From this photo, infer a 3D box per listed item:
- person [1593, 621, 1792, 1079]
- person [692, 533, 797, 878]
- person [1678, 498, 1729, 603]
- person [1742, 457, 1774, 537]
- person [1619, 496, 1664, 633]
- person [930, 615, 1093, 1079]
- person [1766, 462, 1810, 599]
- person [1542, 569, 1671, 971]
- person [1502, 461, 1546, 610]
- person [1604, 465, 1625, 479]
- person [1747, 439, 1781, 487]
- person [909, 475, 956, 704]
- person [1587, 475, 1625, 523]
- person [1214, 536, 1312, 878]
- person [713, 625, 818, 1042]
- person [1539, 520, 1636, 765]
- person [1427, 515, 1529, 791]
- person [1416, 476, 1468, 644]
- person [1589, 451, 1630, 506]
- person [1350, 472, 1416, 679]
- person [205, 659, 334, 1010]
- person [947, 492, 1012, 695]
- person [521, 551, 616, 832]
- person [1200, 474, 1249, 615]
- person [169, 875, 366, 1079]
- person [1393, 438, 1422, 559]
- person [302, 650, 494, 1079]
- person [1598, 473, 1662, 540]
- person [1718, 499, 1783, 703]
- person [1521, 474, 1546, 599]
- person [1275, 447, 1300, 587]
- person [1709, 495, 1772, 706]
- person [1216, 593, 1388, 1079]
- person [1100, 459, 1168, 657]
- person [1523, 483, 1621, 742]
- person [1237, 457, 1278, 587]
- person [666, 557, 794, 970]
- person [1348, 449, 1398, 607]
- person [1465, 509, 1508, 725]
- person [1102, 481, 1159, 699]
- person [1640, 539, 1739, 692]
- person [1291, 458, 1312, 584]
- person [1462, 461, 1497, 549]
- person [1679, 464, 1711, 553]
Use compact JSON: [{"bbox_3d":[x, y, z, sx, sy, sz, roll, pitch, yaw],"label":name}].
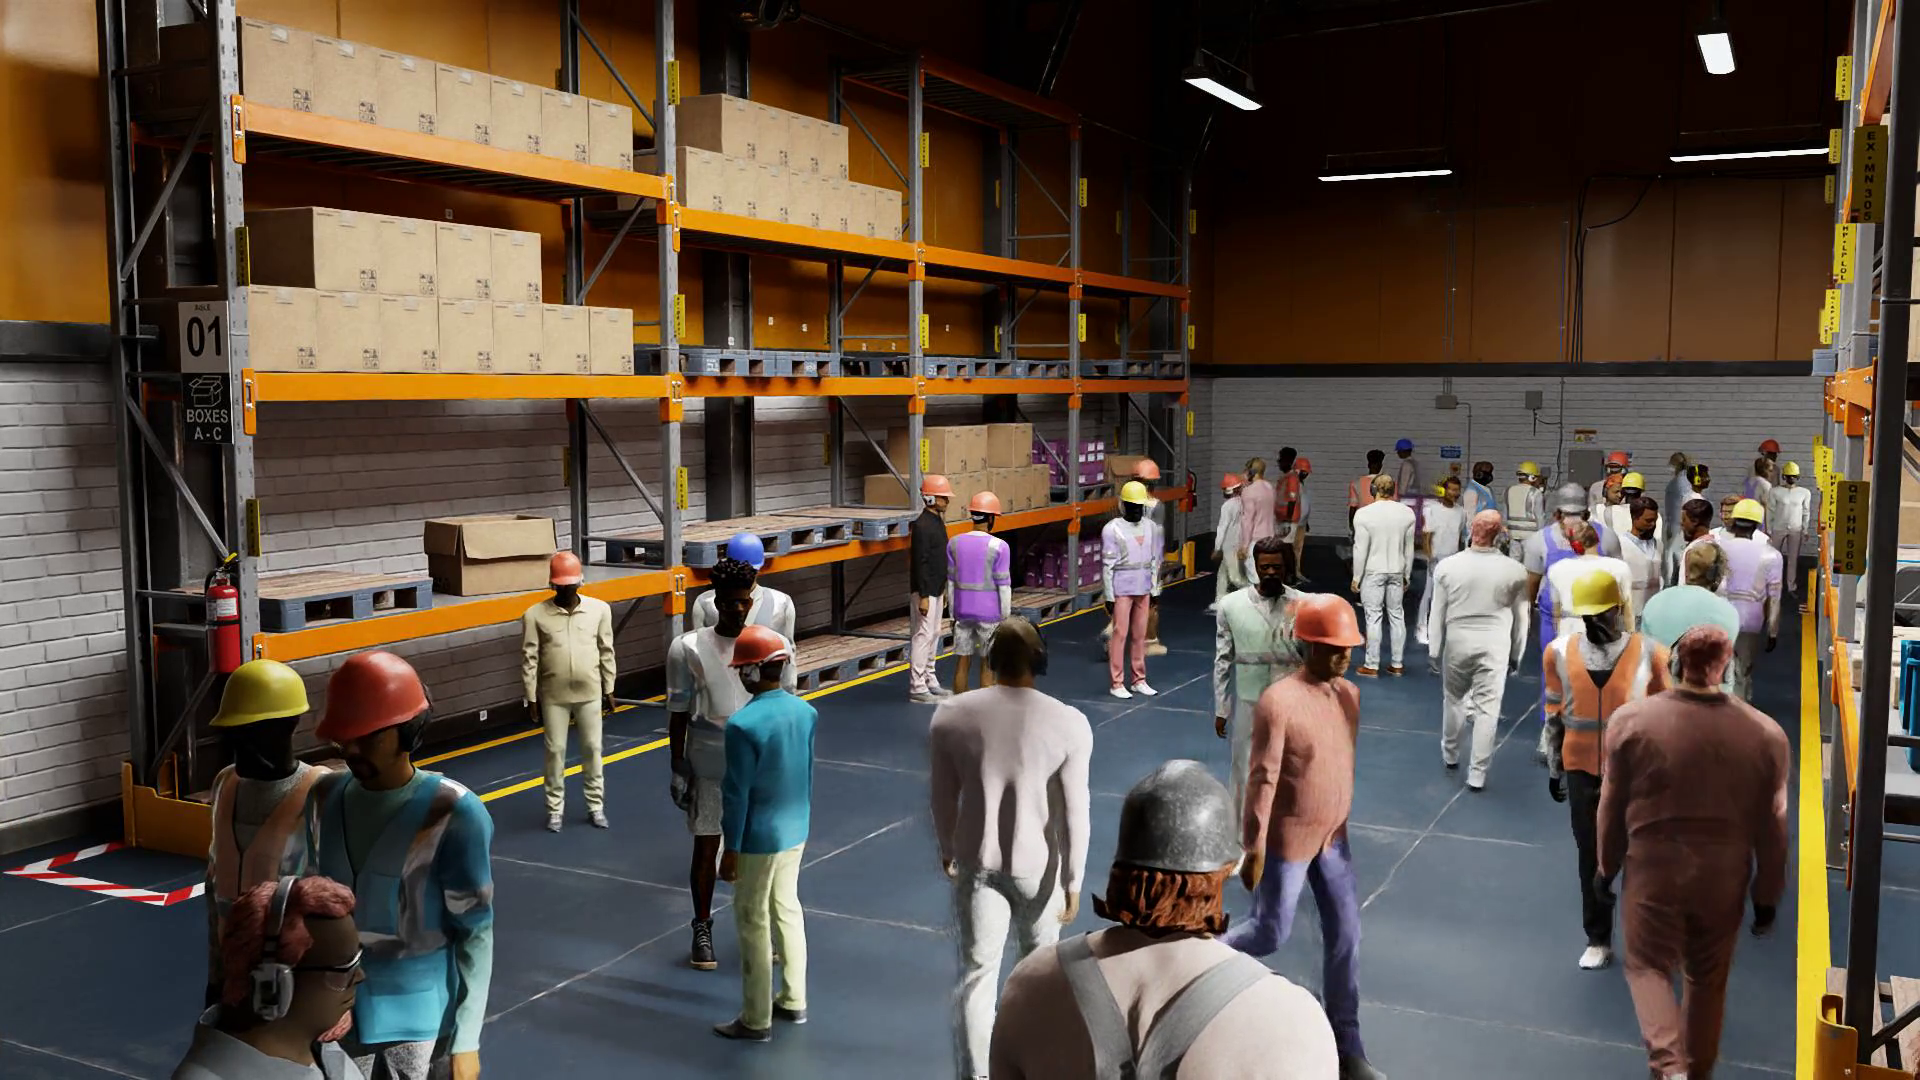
[{"bbox_3d":[2.706,1.243,6.155,0.647,1.882,0.770,1,5,11],"label":"person"},{"bbox_3d":[-1.211,0.919,9.338,0.604,1.937,0.402,-1,5,-14],"label":"person"},{"bbox_3d":[5.561,0.645,12.460,0.391,1.910,0.604,4,7,38],"label":"person"},{"bbox_3d":[10.600,-0.204,22.166,0.705,1.803,0.579,-2,6,-23],"label":"person"},{"bbox_3d":[5.213,0.610,12.846,0.600,1.906,0.414,-4,6,-34],"label":"person"},{"bbox_3d":[0.197,1.222,6.341,0.641,1.893,0.969,1,5,11],"label":"person"},{"bbox_3d":[10.671,-0.122,21.447,0.523,1.769,0.320,1,5,12],"label":"person"},{"bbox_3d":[3.145,1.063,8.043,0.635,1.890,0.753,3,6,31],"label":"person"},{"bbox_3d":[6.931,-0.050,20.383,0.403,1.822,0.589,-4,6,-35],"label":"person"},{"bbox_3d":[7.802,-0.015,19.916,0.358,1.857,0.745,0,5,3],"label":"person"},{"bbox_3d":[11.519,-0.448,23.815,0.612,1.985,0.412,-3,6,-26],"label":"person"},{"bbox_3d":[-0.231,0.429,14.403,0.414,1.987,0.607,1,5,14],"label":"person"},{"bbox_3d":[6.371,0.300,16.318,0.575,1.880,0.359,0,5,0],"label":"person"},{"bbox_3d":[1.720,0.929,9.336,0.596,1.917,0.374,0,5,-2],"label":"person"},{"bbox_3d":[-0.835,1.228,7.074,0.351,1.738,0.575,3,6,29],"label":"person"},{"bbox_3d":[4.494,0.759,11.822,0.633,1.803,0.531,4,7,40],"label":"person"},{"bbox_3d":[3.589,0.752,11.555,0.657,1.857,0.964,1,6,16],"label":"person"},{"bbox_3d":[5.047,0.240,17.344,0.496,1.815,1.038,-1,5,-6],"label":"person"},{"bbox_3d":[7.680,-0.049,19.512,0.620,1.985,0.408,5,7,45],"label":"person"},{"bbox_3d":[3.961,0.335,15.616,0.627,1.940,0.370,-1,5,-14],"label":"person"},{"bbox_3d":[-2.088,1.317,5.100,0.584,1.928,0.373,2,6,23],"label":"person"},{"bbox_3d":[0.163,0.580,13.080,0.549,1.924,0.386,3,6,27],"label":"person"},{"bbox_3d":[-2.409,0.931,10.273,0.573,1.738,0.352,-2,6,-22],"label":"person"},{"bbox_3d":[3.240,0.075,19.601,0.848,1.718,0.567,3,6,30],"label":"person"},{"bbox_3d":[-1.183,1.533,2.957,0.400,1.900,0.642,0,5,-4],"label":"person"},{"bbox_3d":[6.999,-0.625,25.962,0.519,1.930,0.643,2,6,20],"label":"person"},{"bbox_3d":[-1.578,1.310,4.582,0.604,2.042,0.381,2,6,19],"label":"person"},{"bbox_3d":[6.476,0.303,16.129,0.592,1.911,0.398,2,6,24],"label":"person"},{"bbox_3d":[5.912,0.634,12.651,0.603,1.883,0.808,3,6,29],"label":"person"},{"bbox_3d":[7.298,-0.028,21.199,0.502,1.627,0.277,-4,7,-37],"label":"person"},{"bbox_3d":[4.418,-0.304,22.581,0.372,1.936,0.713,0,5,-1],"label":"person"},{"bbox_3d":[6.443,0.544,13.859,0.372,1.843,0.570,-5,7,-43],"label":"person"},{"bbox_3d":[1.304,1.160,6.705,0.621,1.957,0.927,-4,7,-38],"label":"person"},{"bbox_3d":[1.768,0.203,16.629,0.618,2.022,0.867,5,7,43],"label":"person"},{"bbox_3d":[4.673,0.554,12.720,0.717,2.000,0.535,2,6,17],"label":"person"},{"bbox_3d":[3.399,0.022,19.013,0.363,1.938,0.630,4,7,39],"label":"person"},{"bbox_3d":[-1.075,1.050,7.857,0.611,1.958,0.368,-1,6,-16],"label":"person"},{"bbox_3d":[5.138,-0.150,20.681,0.612,1.963,0.361,2,6,19],"label":"person"},{"bbox_3d":[4.264,0.624,13.491,0.329,1.751,0.570,5,7,42],"label":"person"},{"bbox_3d":[1.516,0.438,14.644,0.579,1.918,0.387,-4,6,-34],"label":"person"},{"bbox_3d":[3.963,0.953,9.099,0.437,1.919,0.652,-2,6,-23],"label":"person"},{"bbox_3d":[4.713,-0.268,23.109,0.335,1.748,0.562,4,7,36],"label":"person"},{"bbox_3d":[6.364,-0.051,20.370,0.432,1.836,0.618,4,7,36],"label":"person"},{"bbox_3d":[8.238,0.087,18.628,0.328,1.876,0.514,3,6,30],"label":"person"}]
